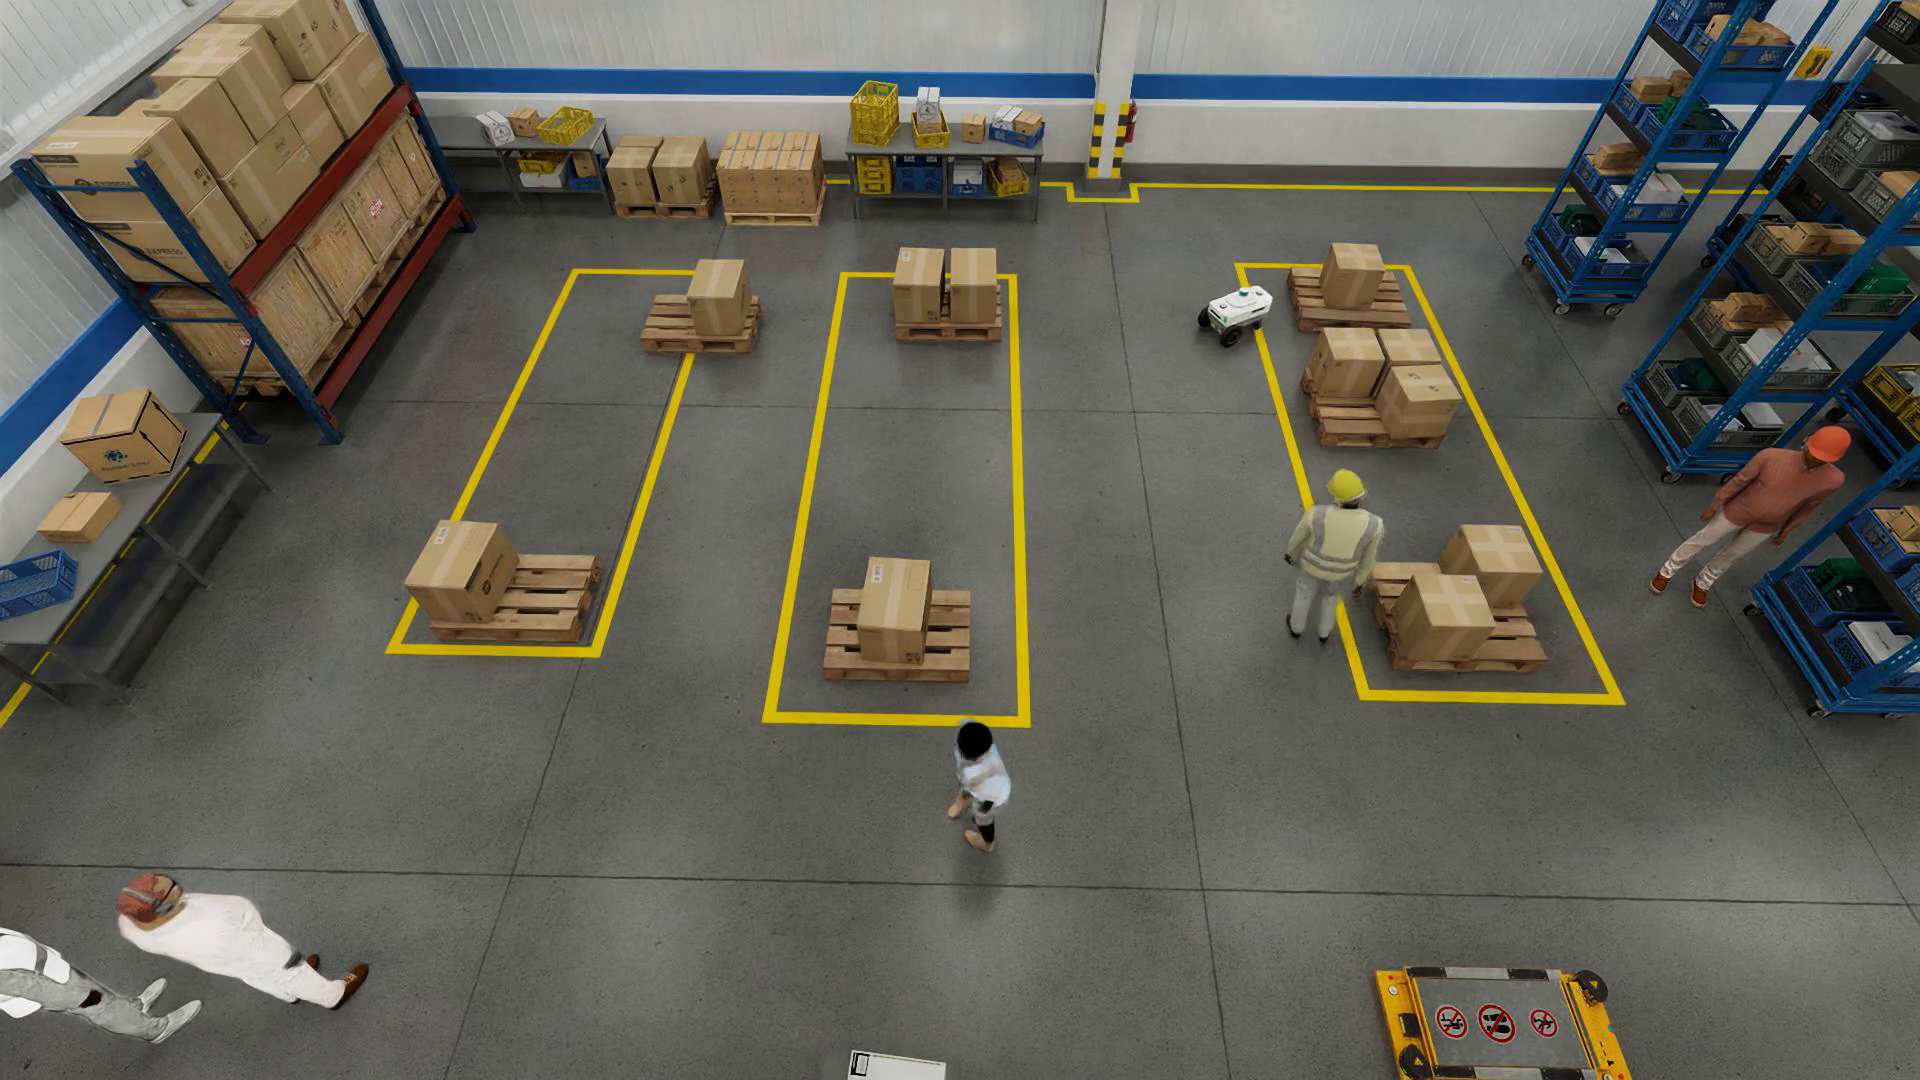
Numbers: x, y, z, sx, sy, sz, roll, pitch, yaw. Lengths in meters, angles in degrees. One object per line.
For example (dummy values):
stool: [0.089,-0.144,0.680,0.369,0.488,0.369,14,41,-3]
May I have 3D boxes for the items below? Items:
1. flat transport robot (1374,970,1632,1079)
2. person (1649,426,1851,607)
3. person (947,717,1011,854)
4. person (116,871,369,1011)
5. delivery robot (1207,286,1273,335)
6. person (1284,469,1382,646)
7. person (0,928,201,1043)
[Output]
flat transport robot: [3.501,3.133,5.914,1.431,0.197,0.652,1,51,1]
person: [6.492,-0.187,7.516,0.622,1.993,0.381,23,54,17]
person: [0.129,1.636,6.239,0.377,1.667,0.551,-18,53,-14]
person: [-4.276,2.404,5.462,0.650,1.904,0.404,8,51,7]
delivery robot: [3.168,-2.635,10.375,0.707,0.478,0.477,-22,54,-17]
person: [2.931,0.158,7.366,0.617,1.787,0.485,11,52,9]
person: [-5.323,2.556,5.331,0.589,1.917,0.392,20,54,16]
